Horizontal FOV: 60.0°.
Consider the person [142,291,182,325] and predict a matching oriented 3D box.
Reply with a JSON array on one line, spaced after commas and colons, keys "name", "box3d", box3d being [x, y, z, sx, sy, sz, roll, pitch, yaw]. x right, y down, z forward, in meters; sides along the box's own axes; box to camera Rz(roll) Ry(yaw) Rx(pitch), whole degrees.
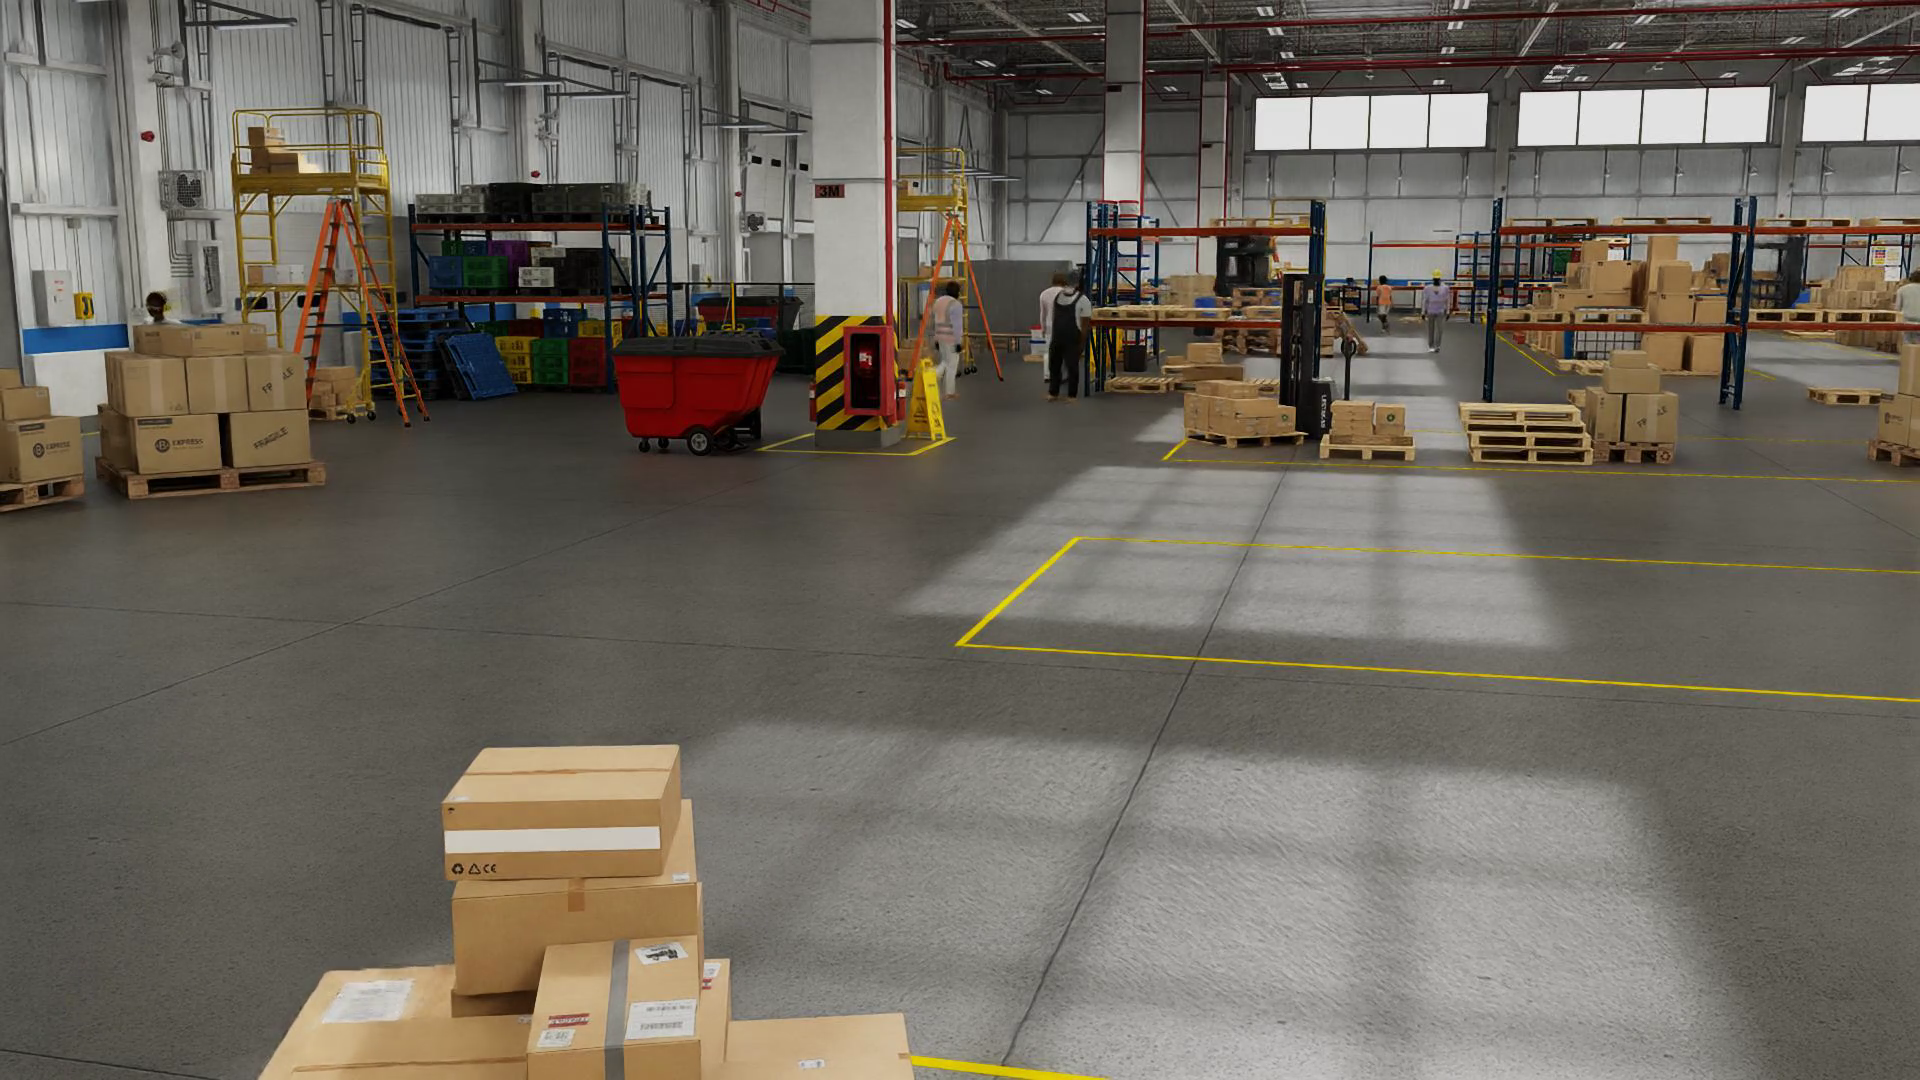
[{"name": "person", "box3d": [-8.943, -1.929, 18.919, 0.554, 1.822, 0.927, 3, 10, 16]}]

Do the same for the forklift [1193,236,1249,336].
[{"name": "forklift", "box3d": [7.292, -6.862, 44.808, 1.129, 2.768, 1.873, -6, 11, -32]}]

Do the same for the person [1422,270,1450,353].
[{"name": "person", "box3d": [10.903, -5.230, 38.154, 0.606, 1.885, 0.975, 2, 10, 14]}]

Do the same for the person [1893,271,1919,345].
[{"name": "person", "box3d": [19.191, -4.474, 33.611, 0.634, 1.913, 0.809, 3, 10, 16]}]

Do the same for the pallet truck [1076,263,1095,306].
[{"name": "pallet truck", "box3d": [4.325, -8.180, 55.162, 0.823, 1.965, 1.885, 6, 11, 31]}]

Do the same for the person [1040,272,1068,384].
[{"name": "person", "box3d": [1.670, -3.647, 28.680, 0.629, 1.932, 0.366, 5, 11, 25]}]

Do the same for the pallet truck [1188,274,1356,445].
[{"name": "pallet truck", "box3d": [3.653, -2.138, 19.590, 1.885, 1.965, 0.823, -4, 10, -20]}]

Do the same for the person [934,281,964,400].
[{"name": "person", "box3d": [-0.192, -3.038, 25.405, 0.509, 1.822, 0.653, -7, 12, -35]}]

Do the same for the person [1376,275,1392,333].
[{"name": "person", "box3d": [12.205, -6.765, 47.762, 0.552, 1.679, 0.521, -4, 10, -22]}]

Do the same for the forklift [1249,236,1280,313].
[{"name": "forklift", "box3d": [9.162, -7.896, 50.894, 1.873, 2.768, 1.129, -2, 10, -12]}]

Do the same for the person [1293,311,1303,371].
[{"name": "person", "box3d": [6.617, -4.097, 31.903, 0.330, 1.735, 0.486, 6, 12, 33]}]

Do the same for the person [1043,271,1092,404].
[{"name": "person", "box3d": [1.594, -3.017, 24.637, 0.733, 2.000, 0.542, 8, 12, 39]}]

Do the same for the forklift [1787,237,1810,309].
[{"name": "forklift", "box3d": [26.440, -8.212, 52.758, 1.873, 2.768, 1.129, 2, 10, 14]}]
